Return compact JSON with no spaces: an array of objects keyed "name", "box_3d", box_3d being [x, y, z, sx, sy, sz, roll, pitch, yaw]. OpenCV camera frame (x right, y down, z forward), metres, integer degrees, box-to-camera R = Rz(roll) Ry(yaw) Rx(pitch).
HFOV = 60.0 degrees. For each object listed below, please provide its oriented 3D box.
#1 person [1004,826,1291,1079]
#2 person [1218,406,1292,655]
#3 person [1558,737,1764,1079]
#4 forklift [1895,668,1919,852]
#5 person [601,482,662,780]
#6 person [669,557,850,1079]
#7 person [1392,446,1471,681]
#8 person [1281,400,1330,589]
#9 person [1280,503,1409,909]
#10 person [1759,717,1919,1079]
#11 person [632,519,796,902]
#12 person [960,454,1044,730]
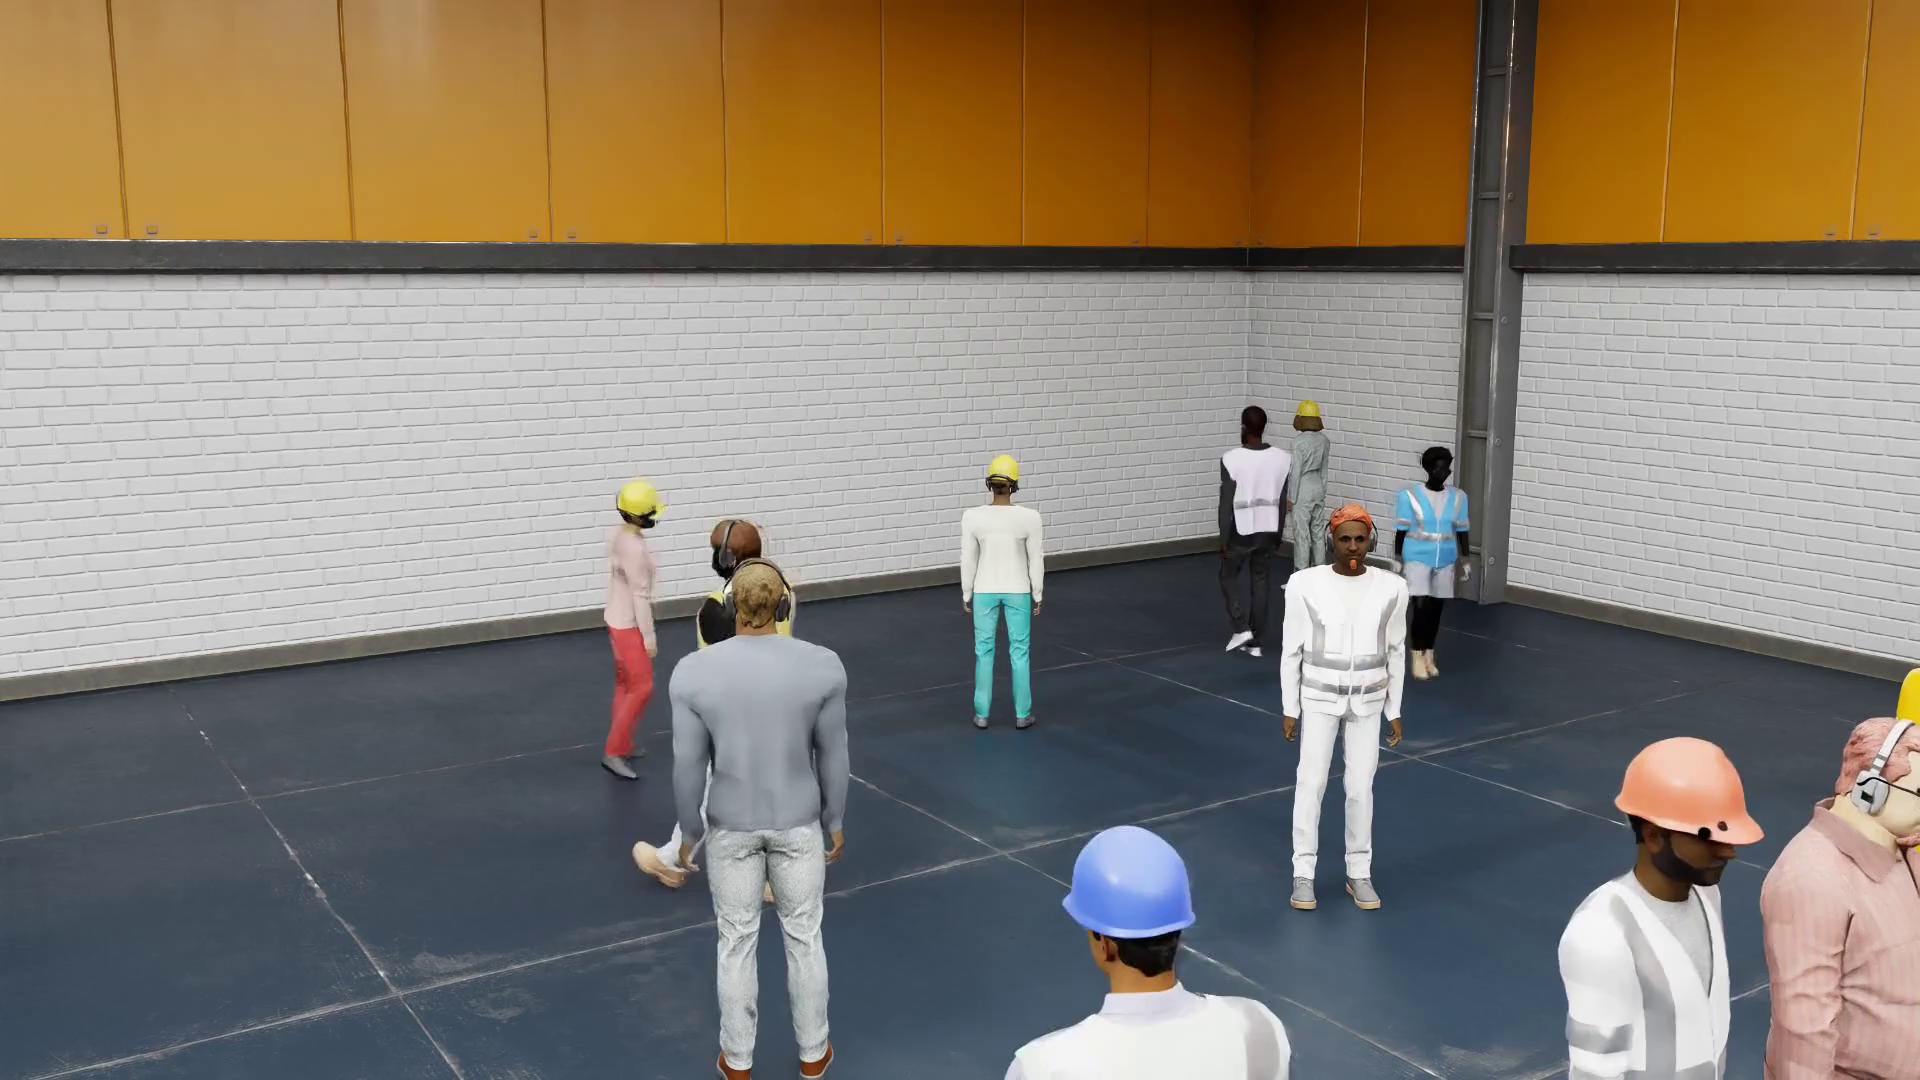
[{"name":"person","box_3d":[0.313,1.484,3.308,0.635,1.900,0.916,-4,10,-24]},{"name":"person","box_3d":[2.212,-0.063,12.592,0.597,1.904,0.448,-2,10,-14]},{"name":"person","box_3d":[1.578,1.385,3.781,0.551,1.934,0.370,-8,13,-41]},{"name":"forklift","box_3d":[5.511,0.571,7.906,2.313,2.155,1.214,-6,11,-33]},{"name":"person","box_3d":[-1.933,0.511,9.685,0.379,1.732,0.600,-3,10,-20]},{"name":"person","box_3d":[-0.708,1.022,5.959,0.628,1.940,0.378,-1,9,-7]},{"name":"person","box_3d":[3.373,0.172,11.821,0.550,1.676,0.563,-1,10,-7]},{"name":"person","box_3d":[3.145,-0.405,15.140,0.493,1.743,0.295,-7,12,-38]},{"name":"person","box_3d":[1.761,0.768,7.656,0.576,1.882,0.355,0,9,0]},{"name":"person","box_3d":[2.181,1.357,4.053,0.407,1.903,0.639,9,13,44]},{"name":"person","box_3d":[-1.088,0.791,7.760,0.948,1.794,0.660,5,11,29]},{"name":"person","box_3d":[0.270,0.337,10.602,0.533,1.768,0.310,1,9,5]}]
